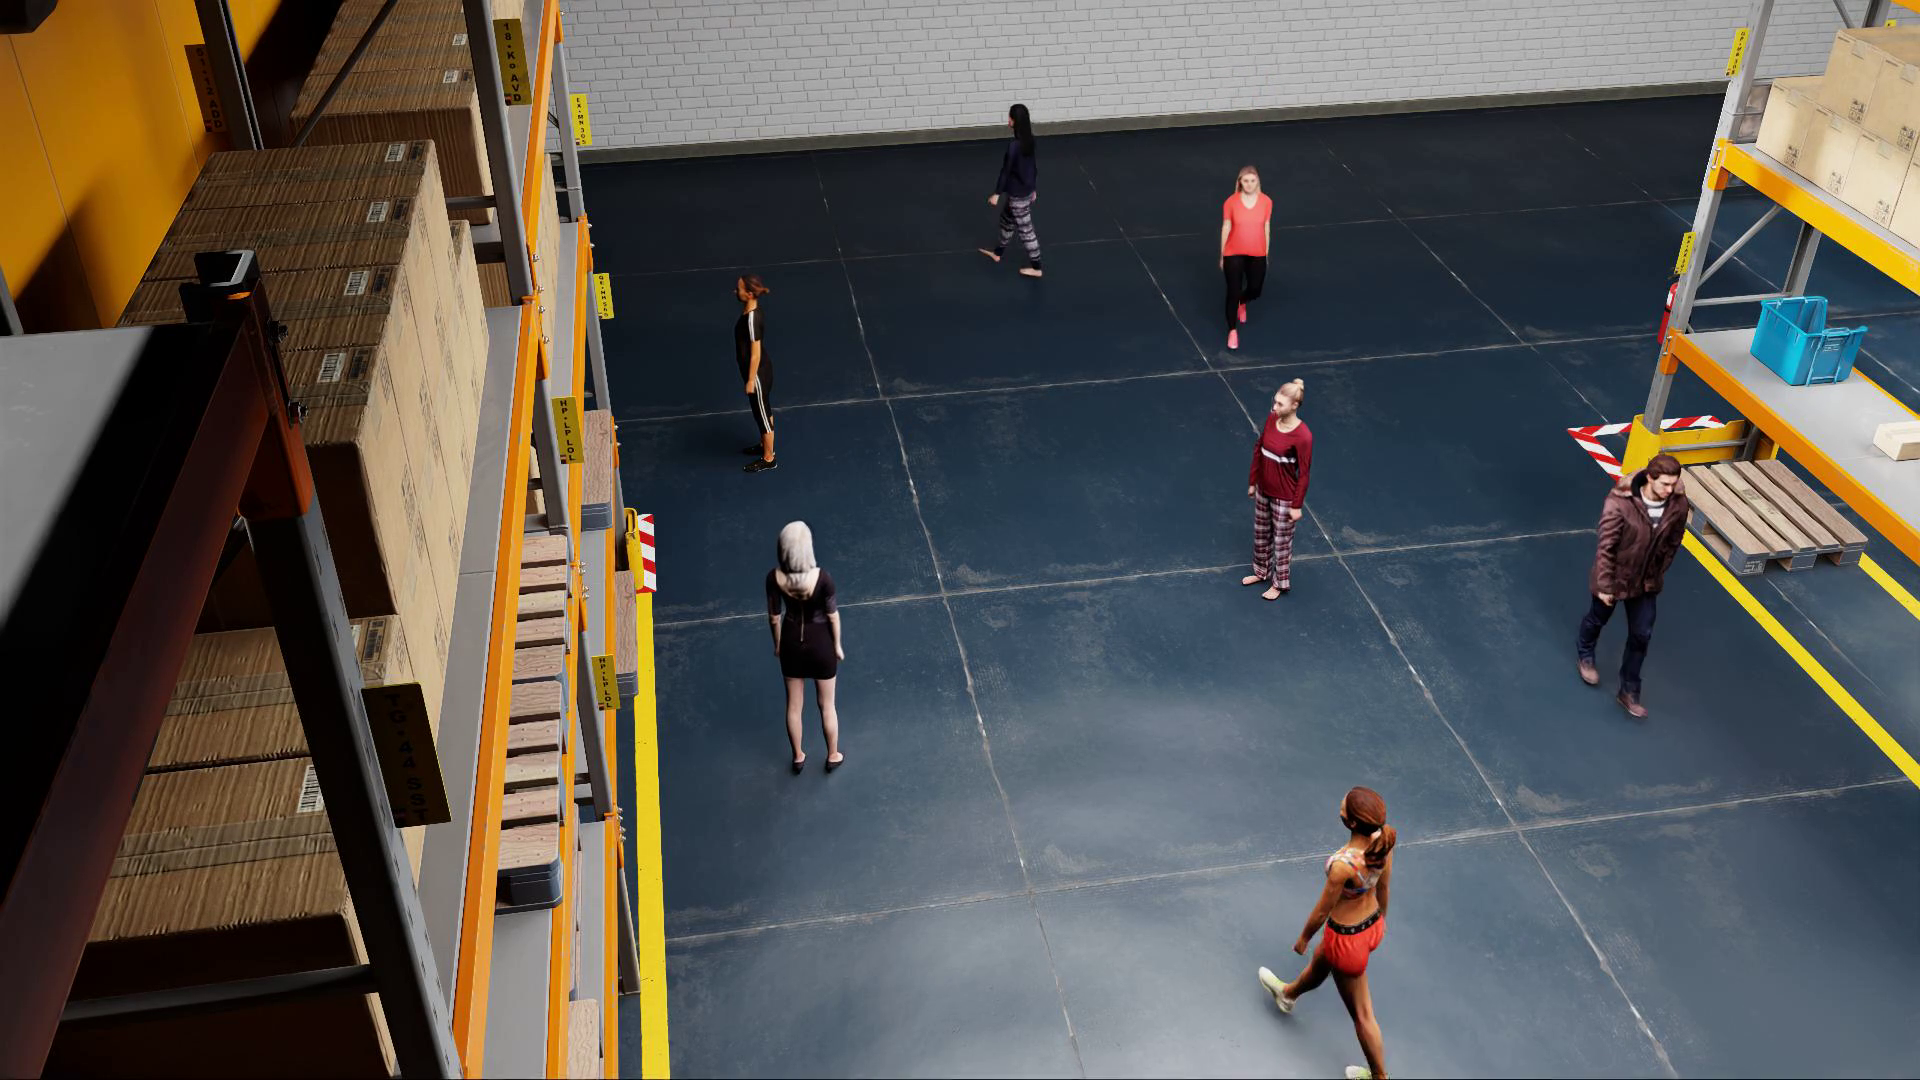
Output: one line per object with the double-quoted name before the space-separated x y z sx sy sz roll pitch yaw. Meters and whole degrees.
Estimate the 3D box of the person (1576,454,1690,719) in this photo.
"person" 4.272 0.173 10.754 0.824 1.815 0.997 -1 34 -1

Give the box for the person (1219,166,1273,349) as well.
"person" 2.557 -2.582 15.023 0.695 1.678 0.879 1 34 1

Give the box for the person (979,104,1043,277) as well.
"person" 0.657 -3.357 16.167 0.998 1.703 1.009 14 36 20

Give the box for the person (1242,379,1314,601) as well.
"person" 2.231 -0.352 11.647 0.754 1.700 0.604 -22 39 -29

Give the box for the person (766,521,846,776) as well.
"person" -0.922 0.662 10.007 0.632 1.829 0.584 3 34 5

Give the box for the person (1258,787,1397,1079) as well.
"person" 1.962 1.997 8.078 1.003 1.740 1.232 -26 41 -33

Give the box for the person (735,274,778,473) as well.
"person" -1.609 -1.341 13.164 0.645 1.669 0.471 -4 34 -6
